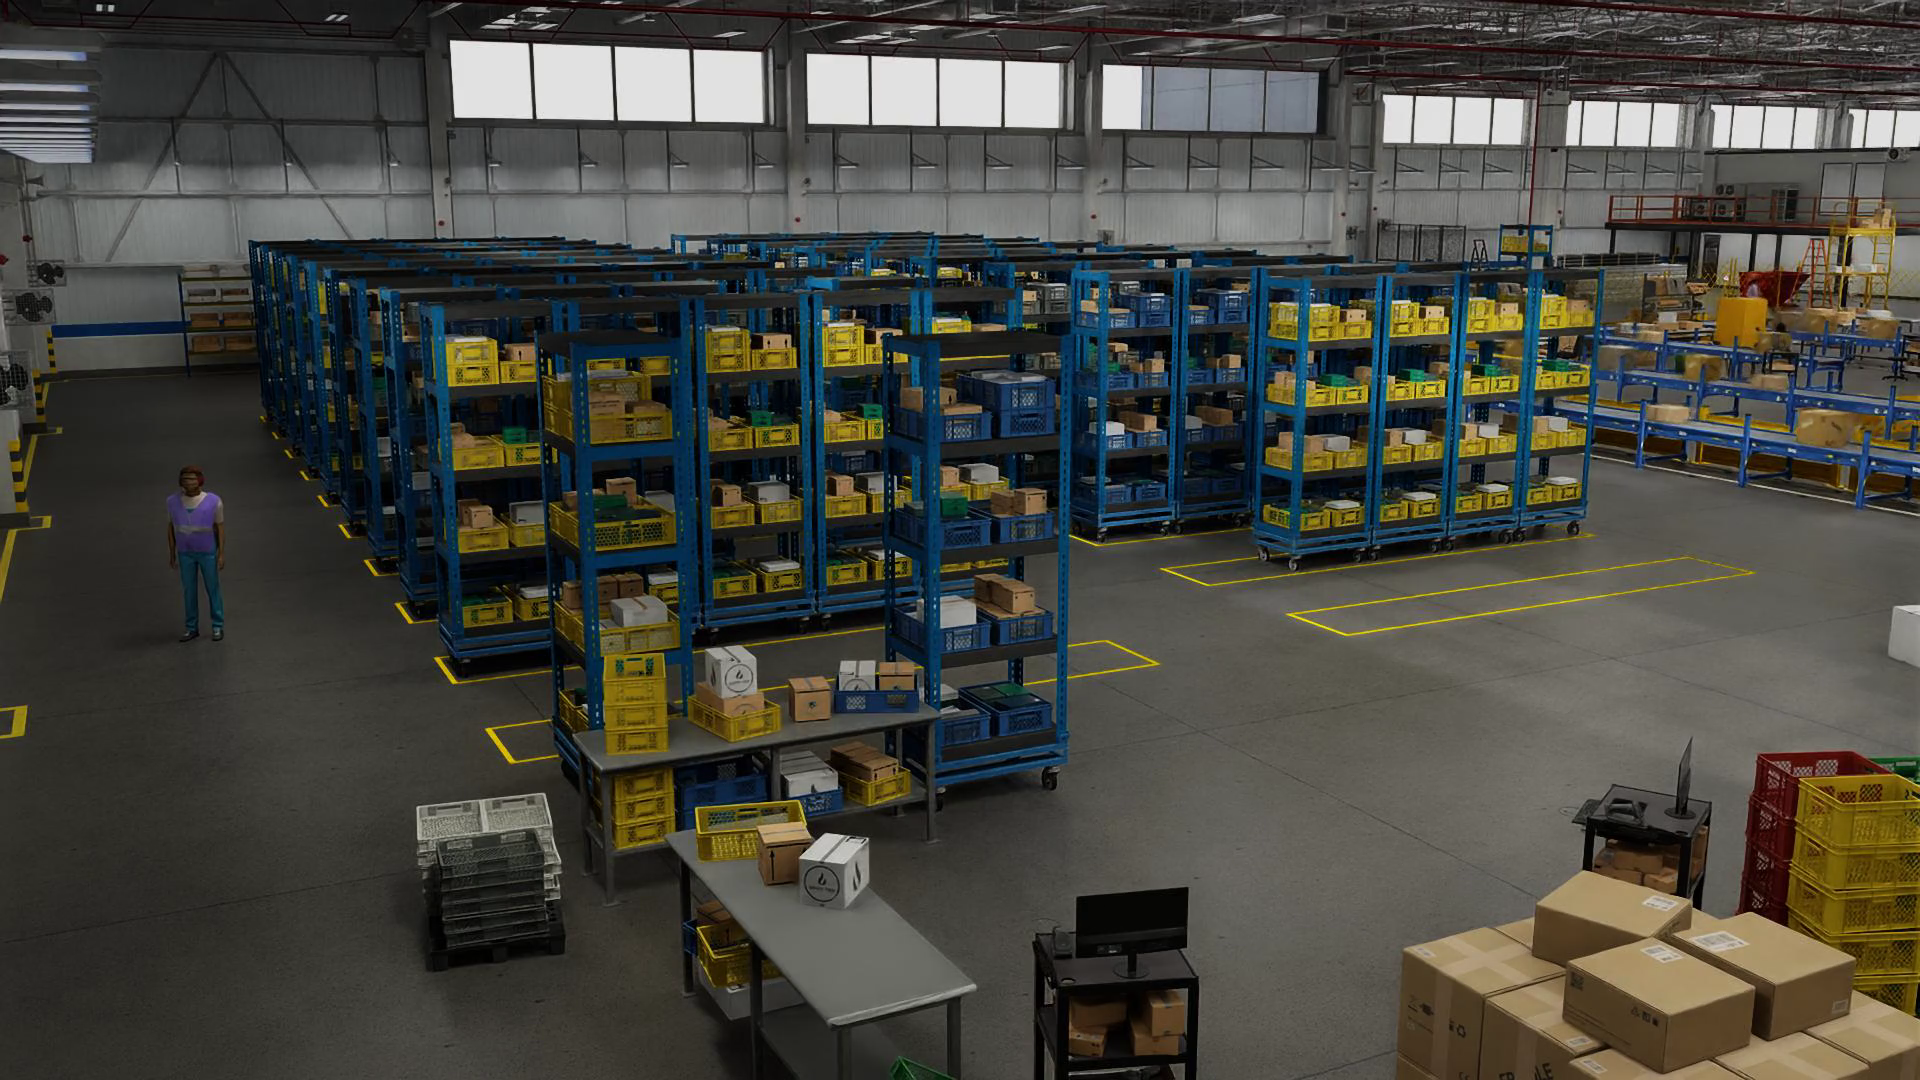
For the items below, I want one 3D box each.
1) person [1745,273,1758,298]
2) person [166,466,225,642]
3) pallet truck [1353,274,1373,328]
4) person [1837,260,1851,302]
[{"bbox_3d":[24.790,-7.340,51.971,1.015,1.995,0.607,3,12,14],"label":"person"},{"bbox_3d":[-7.927,0.135,17.305,0.565,1.850,0.390,-1,12,-6],"label":"person"},{"bbox_3d":[13.011,-8.050,55.243,0.823,1.965,1.885,-7,14,-28],"label":"pallet truck"},{"bbox_3d":[35.693,-10.502,67.017,0.588,1.874,0.488,-6,14,-27],"label":"person"}]
